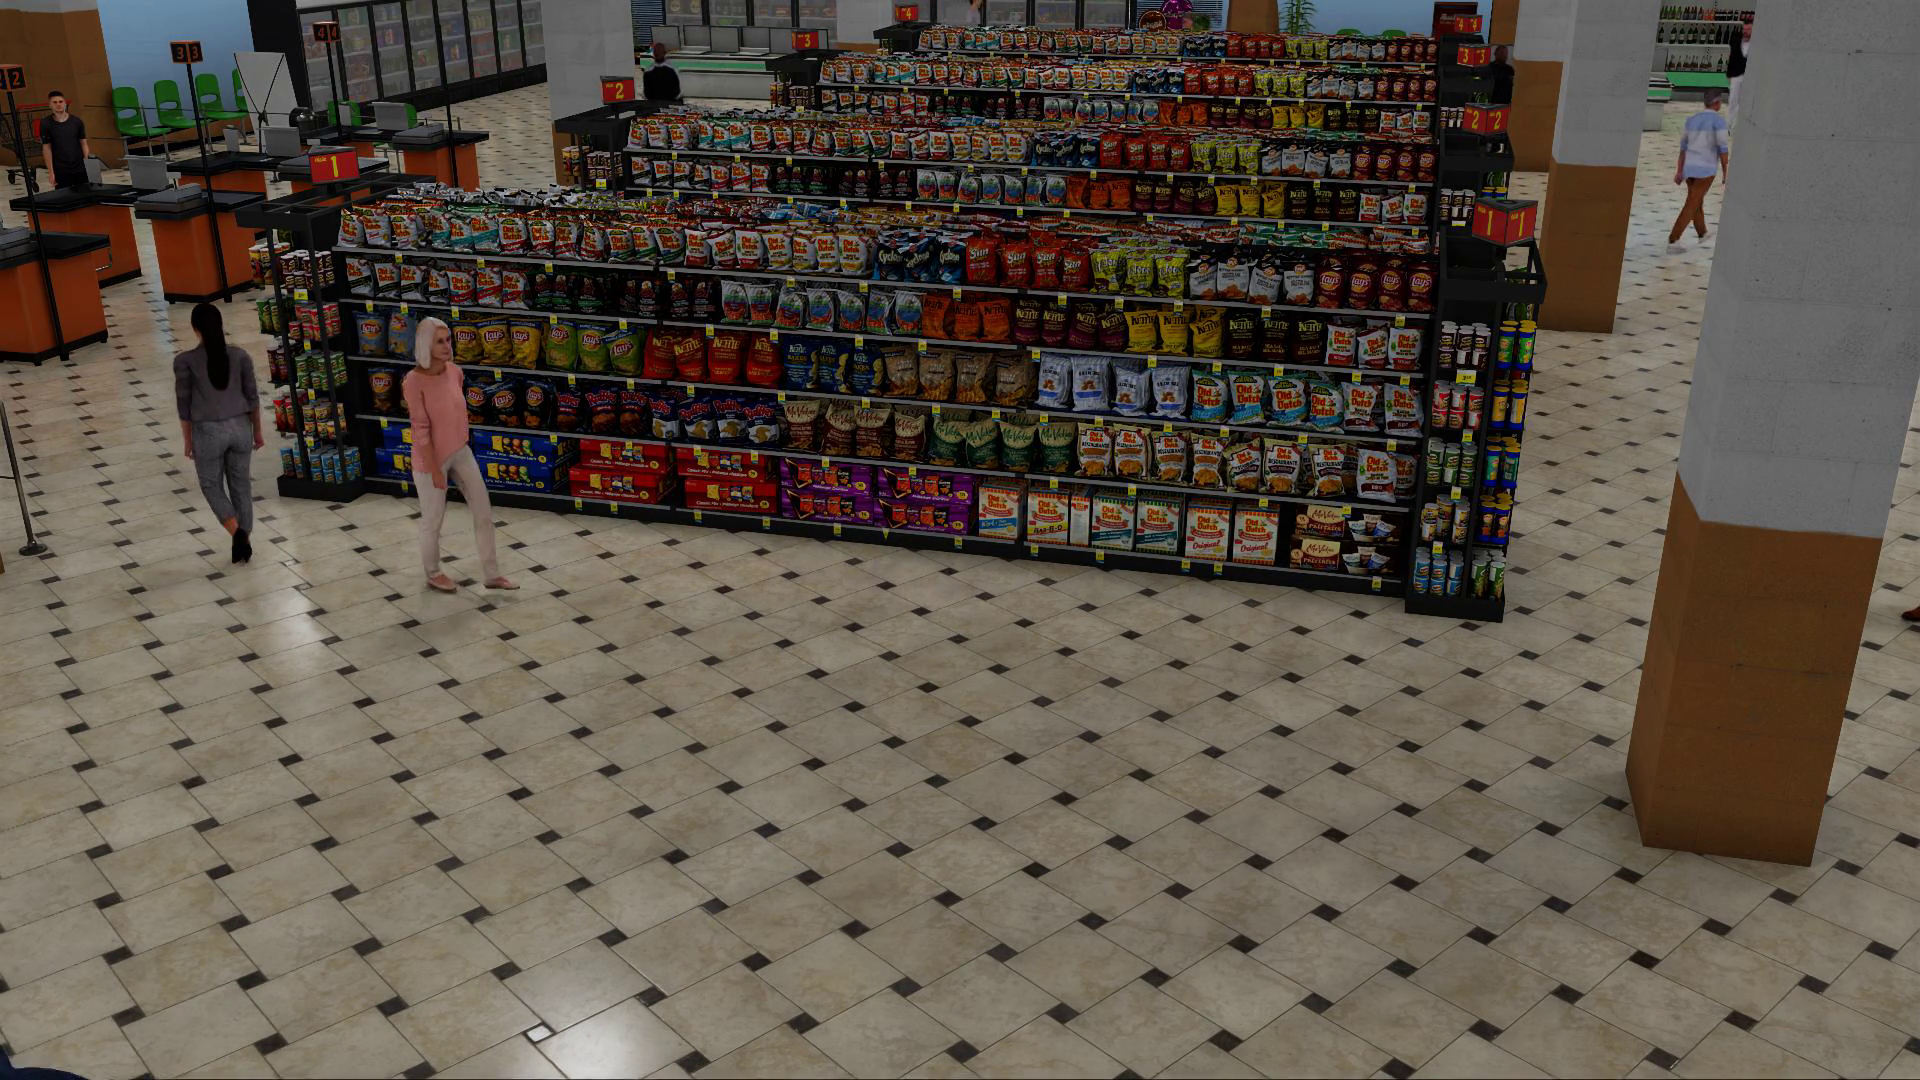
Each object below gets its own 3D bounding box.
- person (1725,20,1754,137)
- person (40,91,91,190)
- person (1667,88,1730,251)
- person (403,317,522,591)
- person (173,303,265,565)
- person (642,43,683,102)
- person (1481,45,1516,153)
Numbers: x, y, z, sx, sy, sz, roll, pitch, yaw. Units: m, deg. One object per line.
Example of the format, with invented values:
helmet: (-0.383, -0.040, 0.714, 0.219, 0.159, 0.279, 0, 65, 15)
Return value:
person: (12.785, -7.505, 27.118, 1.203, 1.809, 0.964, 13, 25, 29)
person: (-10.190, -4.239, 19.054, 0.716, 1.763, 0.728, -18, 28, -37)
person: (8.305, -4.136, 18.776, 1.249, 1.779, 1.138, -10, 24, -23)
person: (-3.103, -0.487, 9.801, 0.966, 1.699, 0.747, 12, 25, 27)
person: (-4.466, -0.592, 10.113, 0.843, 1.661, 0.910, -15, 26, -32)
person: (-4.224, -6.190, 23.846, 0.974, 1.811, 0.894, 1, 22, 2)
person: (7.497, -6.056, 23.523, 1.047, 1.803, 0.978, -2, 22, -6)
